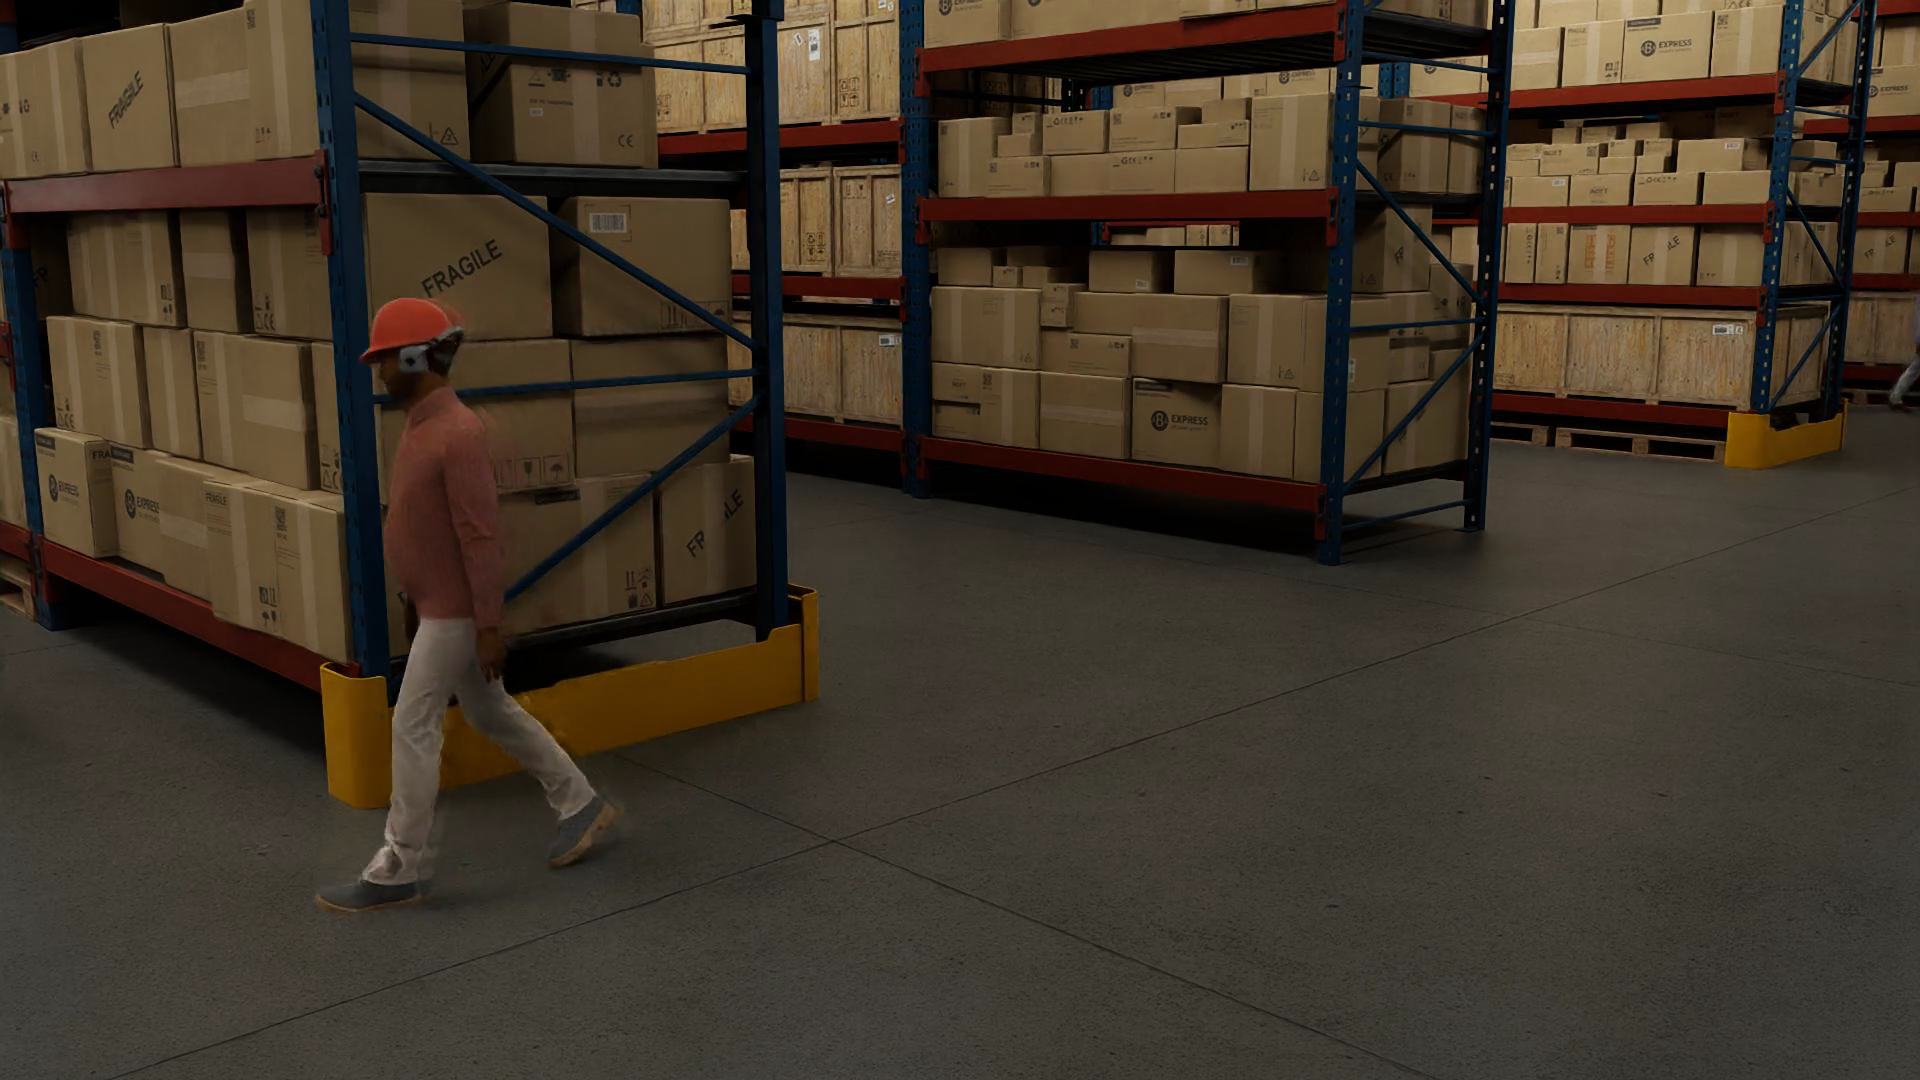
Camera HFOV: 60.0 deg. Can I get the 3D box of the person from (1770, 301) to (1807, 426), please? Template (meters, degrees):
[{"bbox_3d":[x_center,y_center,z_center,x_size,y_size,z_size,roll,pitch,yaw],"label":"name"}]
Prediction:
[{"bbox_3d":[8.910,-2.074,17.791,0.572,1.914,0.589,-8,13,-37],"label":"person"}]

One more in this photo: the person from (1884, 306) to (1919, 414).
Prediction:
[{"bbox_3d":[11.486,-2.389,19.608,1.005,1.891,0.644,9,13,39],"label":"person"}]

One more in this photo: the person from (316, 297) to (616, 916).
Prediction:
[{"bbox_3d":[-1.598,0.190,5.399,0.978,1.950,0.642,-5,12,-27],"label":"person"}]
